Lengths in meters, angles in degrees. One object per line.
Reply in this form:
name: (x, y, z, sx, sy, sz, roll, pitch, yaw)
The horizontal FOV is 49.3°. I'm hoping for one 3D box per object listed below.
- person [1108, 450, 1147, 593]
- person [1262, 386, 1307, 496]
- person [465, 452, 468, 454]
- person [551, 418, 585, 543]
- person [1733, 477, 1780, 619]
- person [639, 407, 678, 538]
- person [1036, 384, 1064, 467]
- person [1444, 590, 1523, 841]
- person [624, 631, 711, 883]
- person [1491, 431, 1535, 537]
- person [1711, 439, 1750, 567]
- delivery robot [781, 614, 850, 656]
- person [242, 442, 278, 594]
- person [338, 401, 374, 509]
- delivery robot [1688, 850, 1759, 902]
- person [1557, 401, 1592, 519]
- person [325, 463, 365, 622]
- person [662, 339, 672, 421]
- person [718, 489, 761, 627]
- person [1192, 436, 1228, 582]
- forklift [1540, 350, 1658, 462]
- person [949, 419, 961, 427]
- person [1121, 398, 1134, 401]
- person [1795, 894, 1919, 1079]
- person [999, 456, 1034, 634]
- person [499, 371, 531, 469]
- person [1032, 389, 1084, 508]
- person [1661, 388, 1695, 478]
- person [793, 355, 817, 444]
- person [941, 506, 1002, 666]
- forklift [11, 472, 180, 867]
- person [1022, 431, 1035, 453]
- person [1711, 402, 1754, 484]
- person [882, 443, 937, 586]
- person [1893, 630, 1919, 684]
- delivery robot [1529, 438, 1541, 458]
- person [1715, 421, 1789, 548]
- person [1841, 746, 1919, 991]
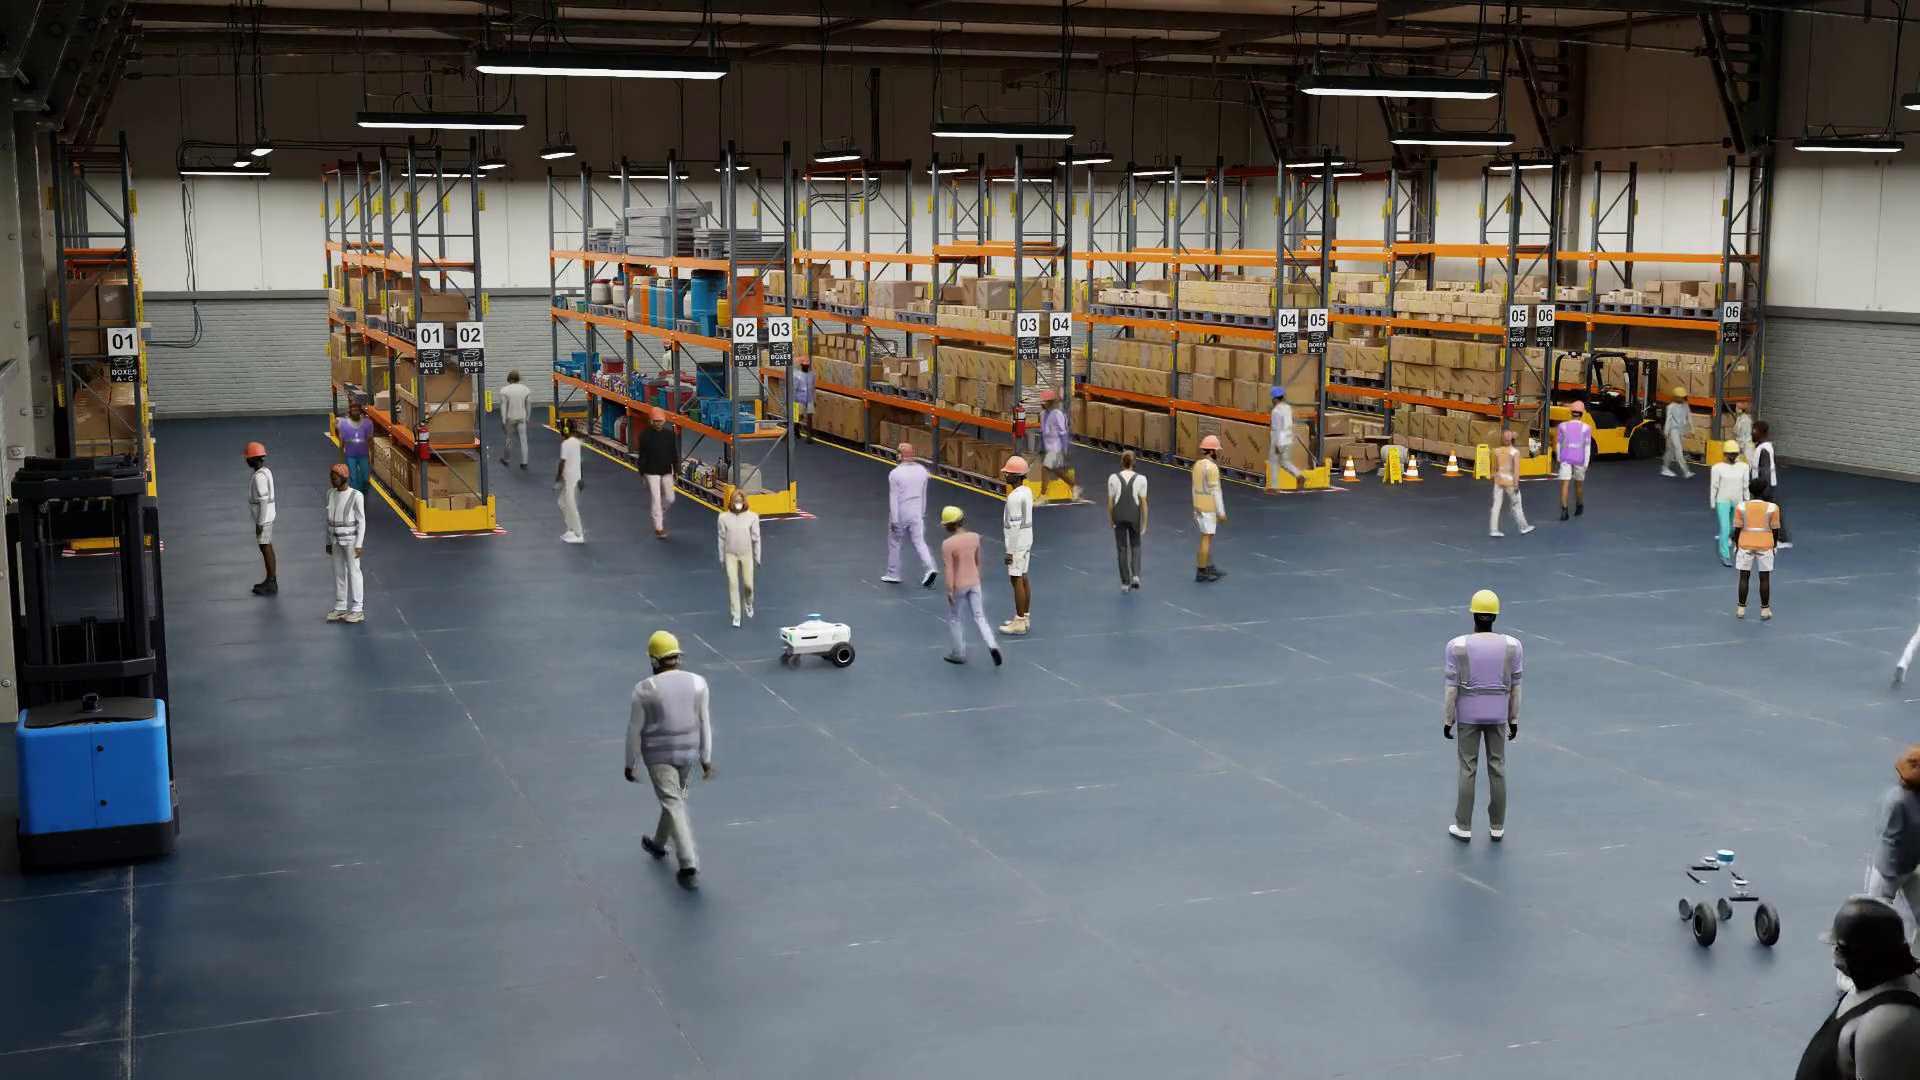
person: (2.148, -0.247, 26.881, 0.498, 1.823, 0.470, 1, 9, 6)
person: (5.646, -1.724, 36.420, 0.674, 1.913, 0.603, 8, 11, 42)
person: (-9.853, -2.366, 41.029, 0.597, 1.808, 0.617, -3, 9, -20)
person: (-5.838, -0.877, 31.018, 0.580, 1.849, 0.517, 1, 9, 7)
person: (9.516, 0.092, 25.040, 0.529, 1.695, 0.321, 4, 9, 25)
person: (-4.548, -1.029, 31.575, 0.639, 1.974, 0.480, -5, 10, -30)
person: (1.823, -2.409, 41.061, 0.596, 1.900, 0.827, -6, 10, -35)
person: (3.979, 1.335, 15.986, 0.588, 1.927, 0.365, 0, 9, -1)
person: (-2.113, 1.541, 15.106, 0.605, 1.779, 0.987, -6, 10, -34)
person: (8.324, -0.846, 31.563, 0.807, 1.599, 0.541, -5, 10, -31)
person: (10.660, -0.543, 29.083, 0.520, 1.749, 0.665, 0, 9, -2)
delivery robot: (-1.544, 1.034, 22.375, 0.707, 0.478, 0.477, -3, 9, -22)
person: (-8.945, -0.284, 26.752, 0.377, 1.932, 0.552, -2, 9, -12)
person: (-9.887, -1.366, 34.335, 0.569, 1.831, 0.434, -3, 9, -21)
delivery robot: (5.072, 2.179, 13.881, 0.335, 0.223, 0.698, 0, 8, -1)
person: (9.868, -1.296, 33.675, 0.546, 1.890, 0.996, 3, 9, 22)
person: (-7.304, 0.027, 24.840, 0.572, 1.886, 0.353, 5, 10, 30)
person: (-7.007, -3.890, 50.632, 0.406, 1.987, 0.615, 4, 10, 27)
person: (-2.598, 0.194, 24.630, 0.500, 1.622, 0.399, 0, 9, -3)
person: (3.364, -0.418, 27.775, 0.573, 1.926, 0.565, -3, 9, -20)
forklift: (12.897, -2.725, 42.309, 2.313, 2.155, 1.214, -3, 9, -21)
person: (-0.078, -3.583, 49.240, 0.617, 1.795, 0.969, -3, 9, -22)
person: (4.036, -3.584, 49.140, 0.610, 1.813, 0.445, -7, 11, -38)
person: (3.645, 2.425, 8.478, 0.536, 2.000, 0.697, 4, 10, 26)
person: (0.647, 0.052, 24.138, 0.364, 2.048, 0.611, 2, 9, 16)
person: (-8.625, -2.333, 40.597, 0.652, 1.878, 1.029, -5, 10, -32)
person: (1.625, -1.560, 35.119, 1.041, 1.994, 0.621, -4, 9, -25)
person: (13.428, -1.997, 38.968, 0.605, 1.675, 0.908, -4, 10, -28)
person: (-3.374, -3.056, 45.303, 0.555, 1.916, 0.777, -4, 9, -23)
person: (0.087, 0.500, 22.200, 0.538, 1.726, 0.758, -6, 10, -34)
forklift: (-6.630, 0.886, 15.957, 1.129, 2.768, 1.873, -3, 9, -21)
person: (1.291, -2.491, 41.774, 0.430, 1.844, 0.624, -7, 11, -40)
person: (13.764, -1.634, 36.901, 0.880, 1.584, 0.534, 0, 9, 1)
person: (-0.664, -0.337, 27.331, 0.646, 1.876, 0.930, -6, 11, -37)
person: (9.948, 0.591, 21.296, 0.868, 1.823, 0.566, -3, 9, -21)
delivery robot: (11.255, -1.853, 41.610, 0.477, 0.478, 0.707, -6, 11, -35)
person: (11.632, -0.812, 30.527, 1.029, 1.858, 0.604, 3, 9, 21)
person: (5.696, 2.009, 12.565, 0.609, 1.595, 0.743, -7, 11, -39)
